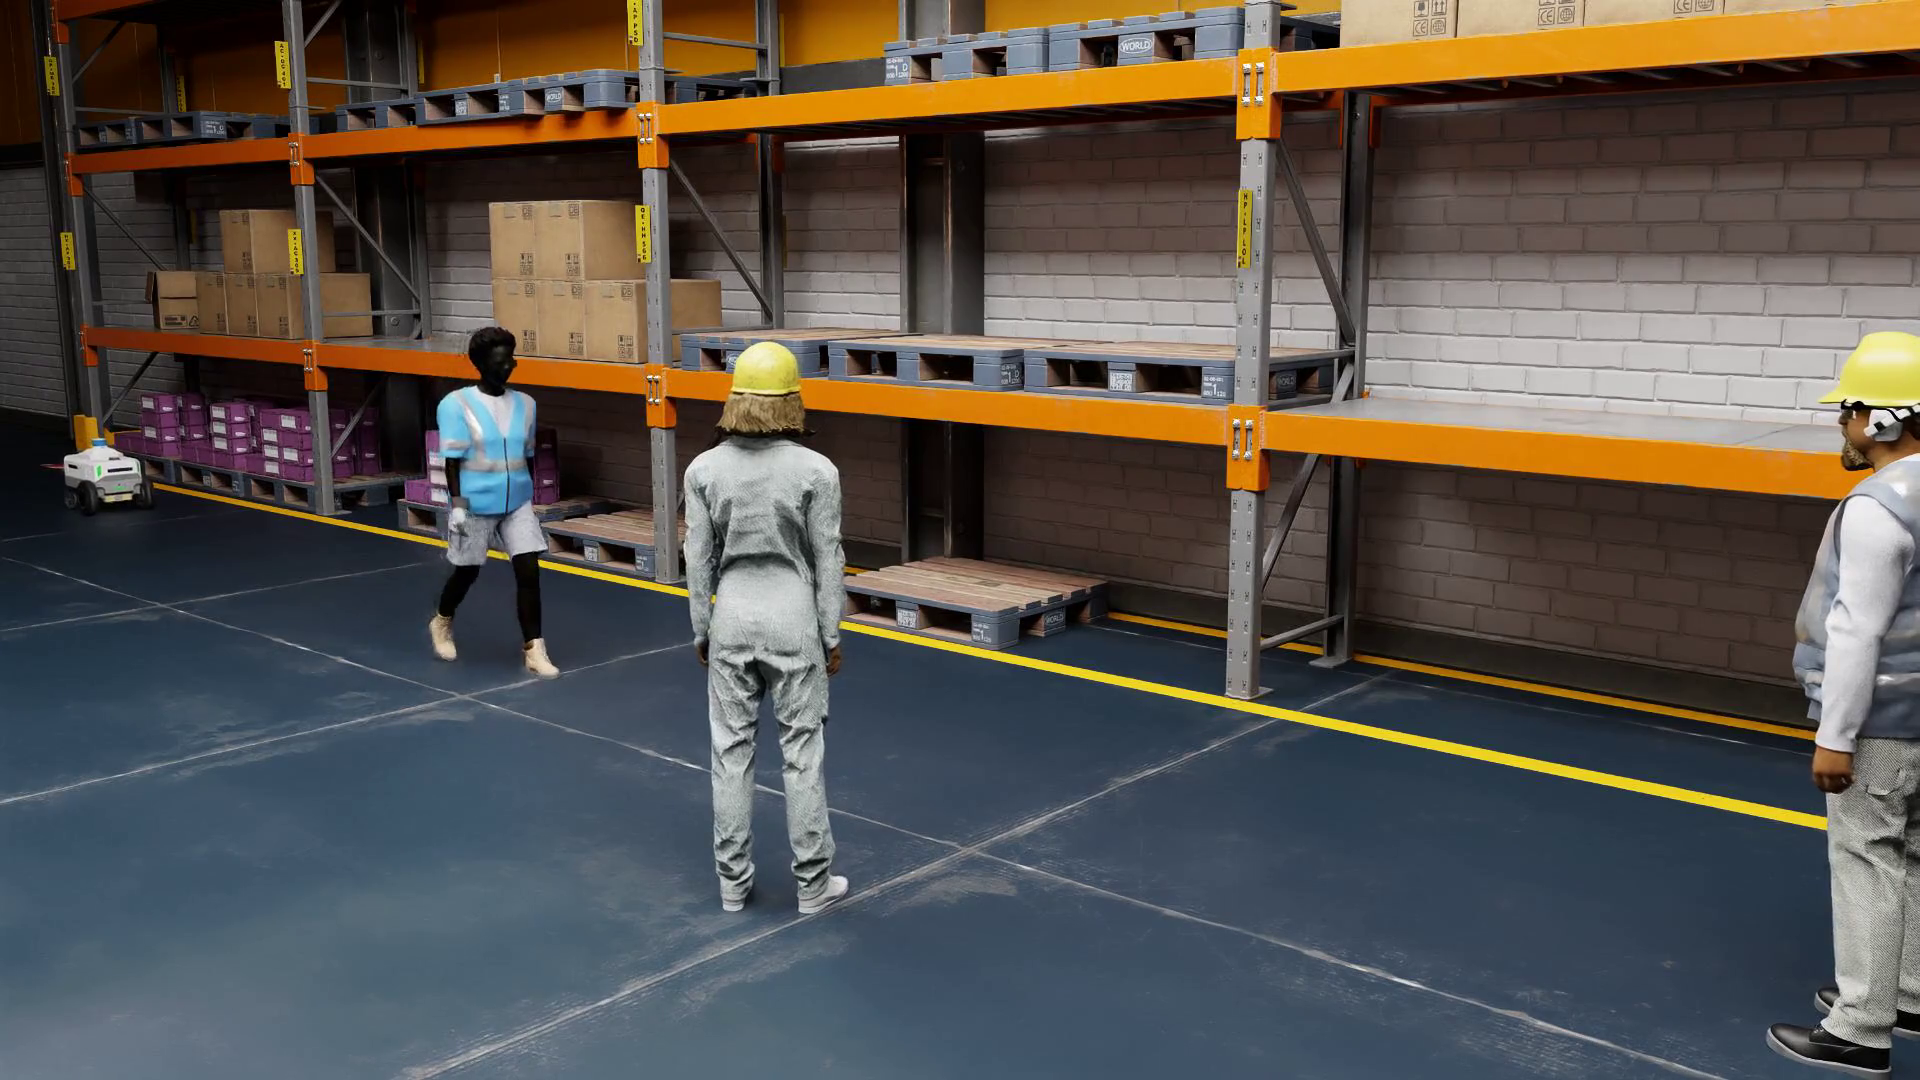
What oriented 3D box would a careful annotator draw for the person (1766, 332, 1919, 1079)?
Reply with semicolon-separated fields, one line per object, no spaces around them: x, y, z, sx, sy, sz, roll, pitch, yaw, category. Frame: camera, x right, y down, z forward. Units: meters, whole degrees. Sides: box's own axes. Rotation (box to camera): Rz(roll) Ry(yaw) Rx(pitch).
2.274;0.404;4.113;0.591;1.823;0.405;-9;13;-41;person

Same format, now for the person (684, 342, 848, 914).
-0.585;0.273;5.074;0.488;1.743;0.317;2;10;10;person

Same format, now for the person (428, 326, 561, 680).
-2.263;-0.189;7.913;0.534;1.668;0.808;-10;14;-44;person

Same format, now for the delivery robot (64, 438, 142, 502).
-6.619;-0.542;12.829;0.707;0.478;0.477;9;13;42;delivery robot
